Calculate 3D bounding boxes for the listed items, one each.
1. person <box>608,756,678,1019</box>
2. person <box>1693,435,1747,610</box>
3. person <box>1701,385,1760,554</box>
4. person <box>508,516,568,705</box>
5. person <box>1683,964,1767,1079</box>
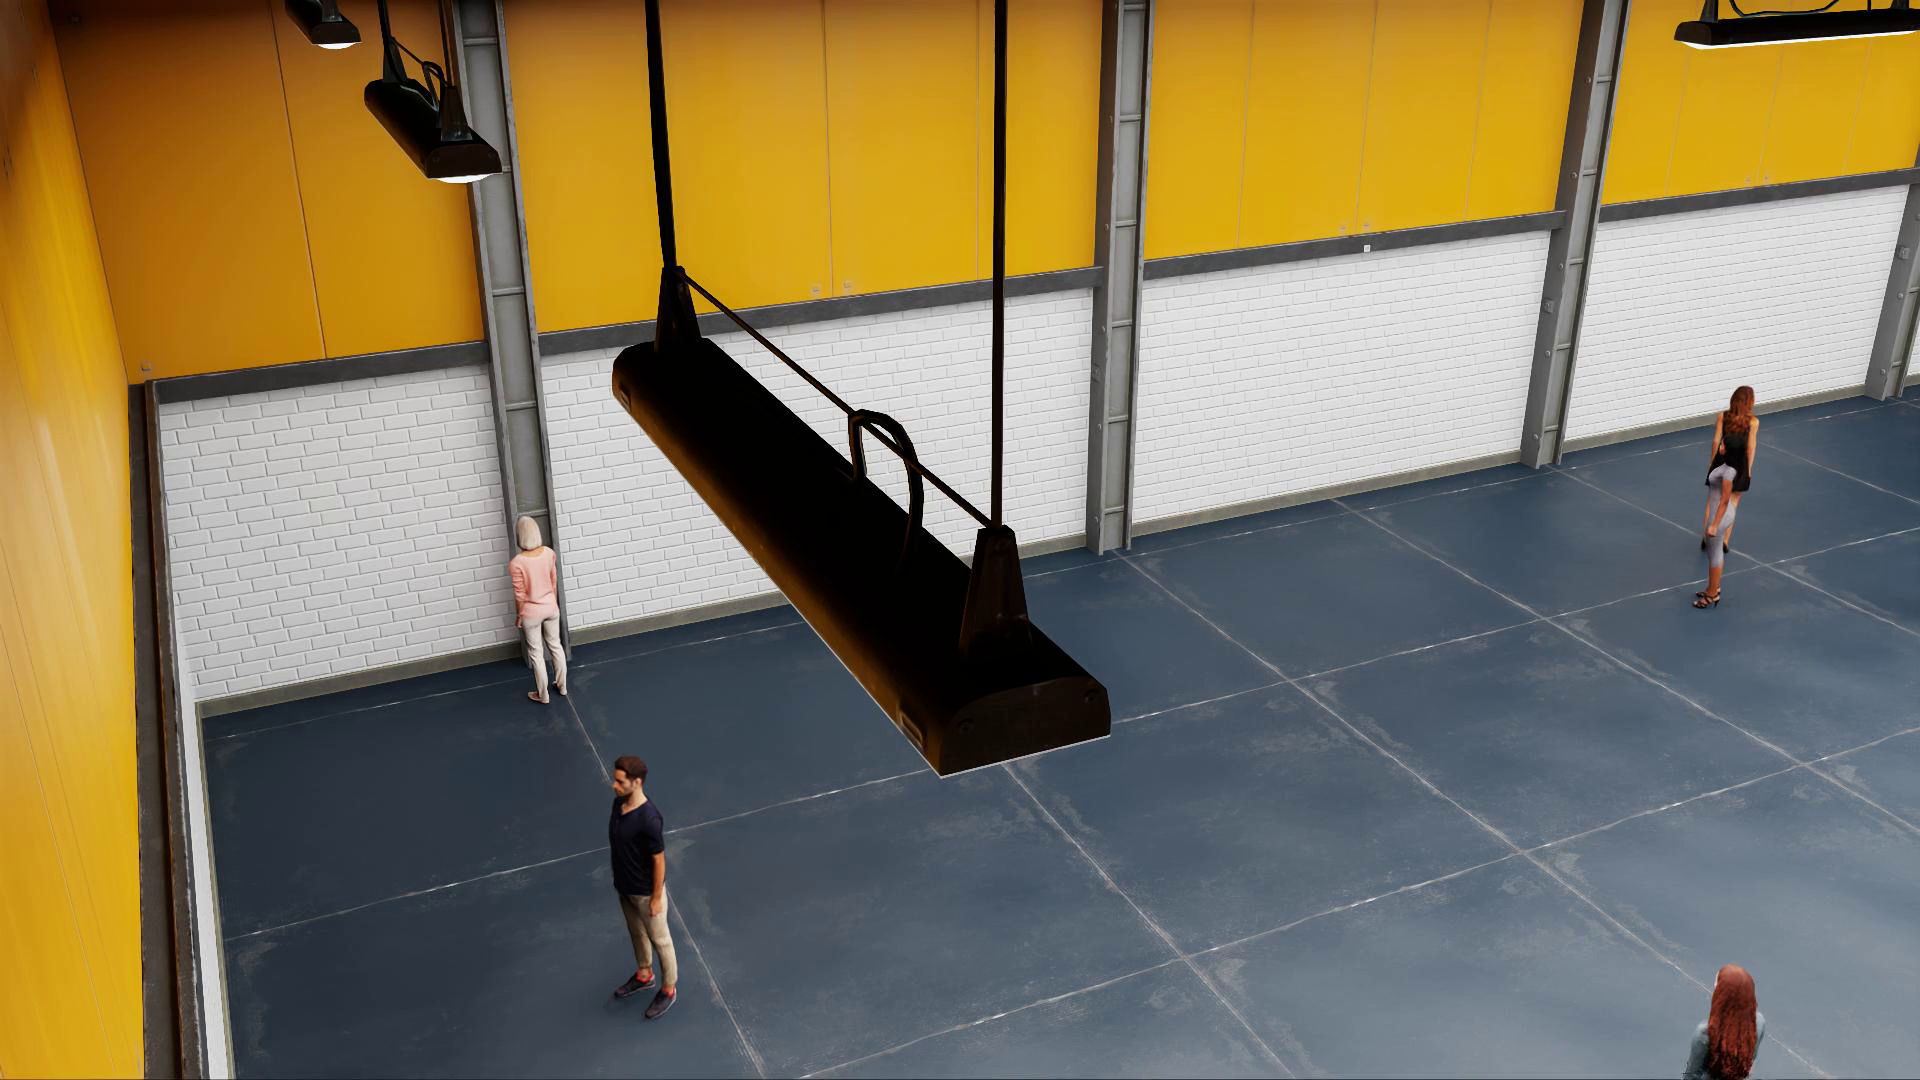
[{"bbox_3d":[-2.042,2.193,10.658,0.702,1.857,0.656,21,31,39],"label":"person"},{"bbox_3d":[7.402,-0.184,16.191,0.739,1.780,0.646,14,27,28],"label":"person"},{"bbox_3d":[8.037,-0.734,17.384,0.662,1.834,0.672,17,29,34],"label":"person"},{"bbox_3d":[-3.675,0.602,14.469,0.726,1.721,0.581,21,31,39],"label":"person"},{"bbox_3d":[4.063,3.056,8.852,1.022,1.722,0.864,-3,24,-6],"label":"person"}]
